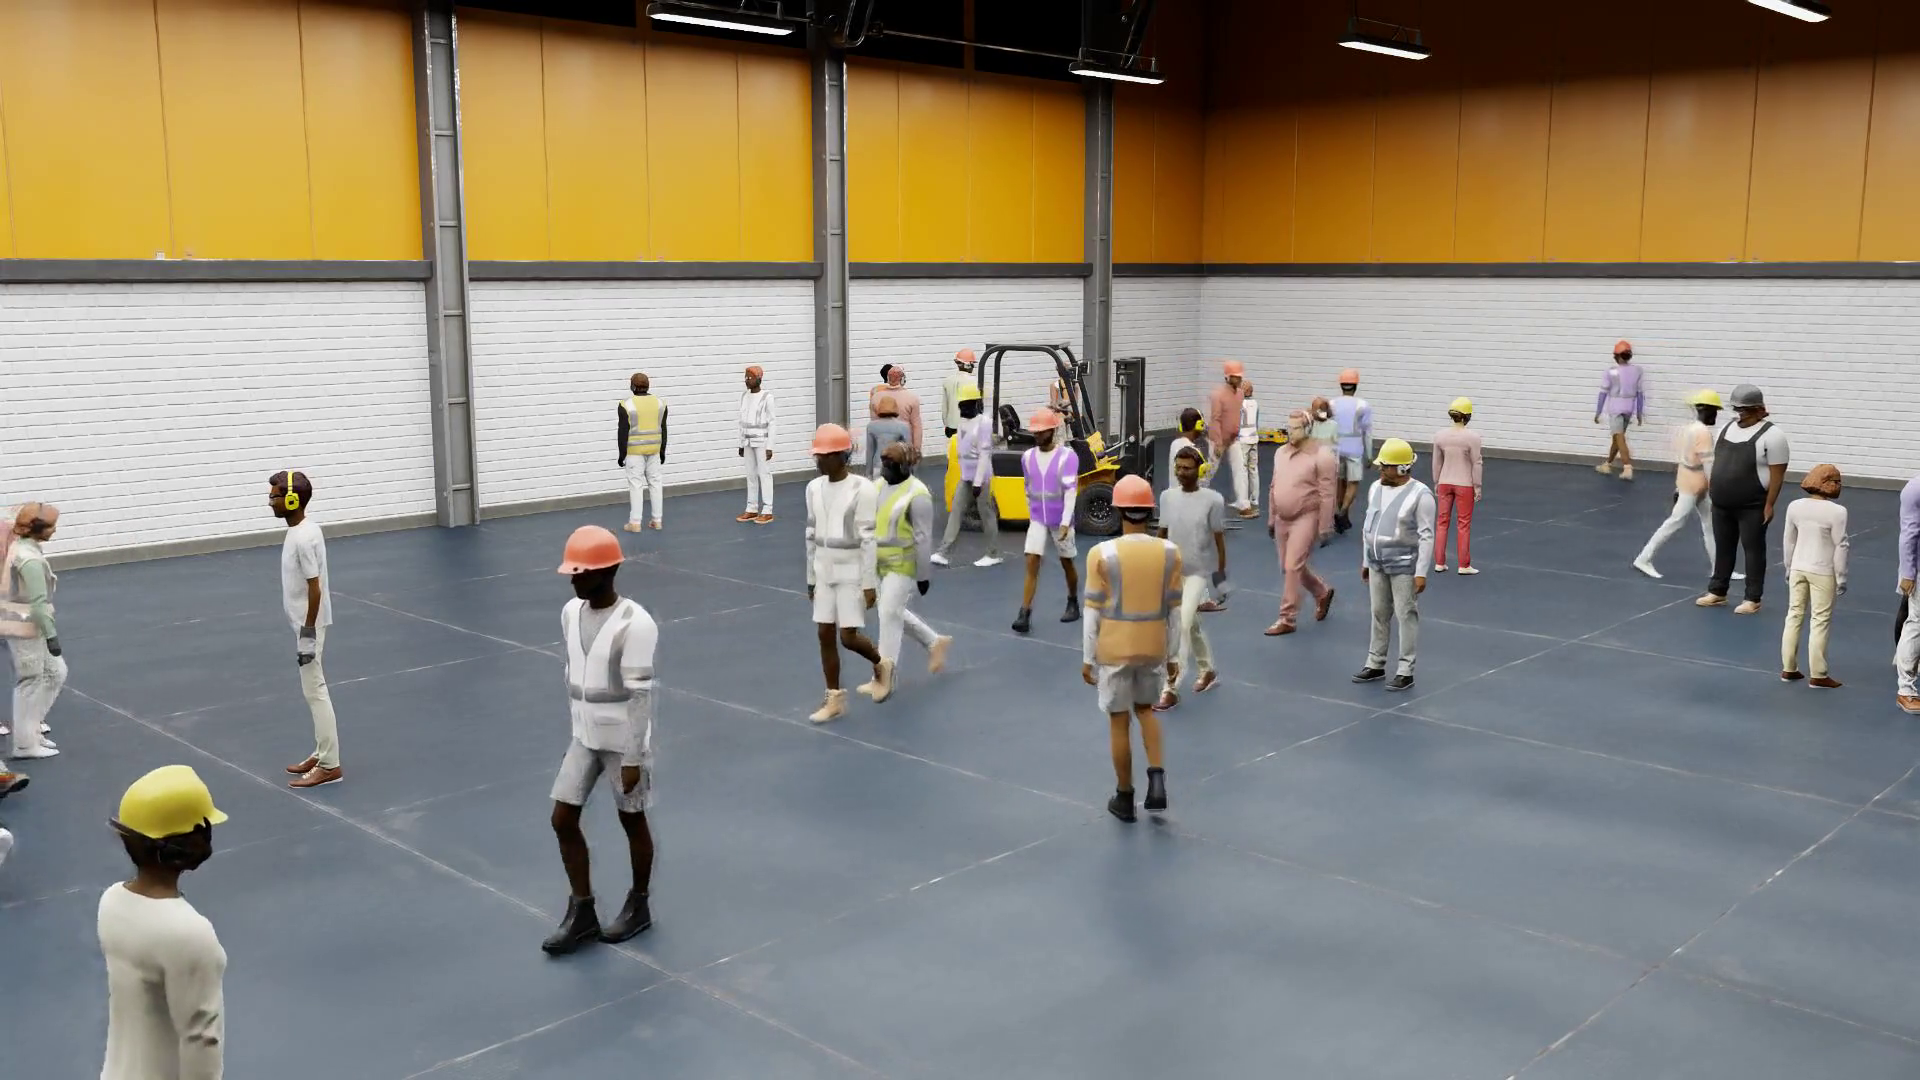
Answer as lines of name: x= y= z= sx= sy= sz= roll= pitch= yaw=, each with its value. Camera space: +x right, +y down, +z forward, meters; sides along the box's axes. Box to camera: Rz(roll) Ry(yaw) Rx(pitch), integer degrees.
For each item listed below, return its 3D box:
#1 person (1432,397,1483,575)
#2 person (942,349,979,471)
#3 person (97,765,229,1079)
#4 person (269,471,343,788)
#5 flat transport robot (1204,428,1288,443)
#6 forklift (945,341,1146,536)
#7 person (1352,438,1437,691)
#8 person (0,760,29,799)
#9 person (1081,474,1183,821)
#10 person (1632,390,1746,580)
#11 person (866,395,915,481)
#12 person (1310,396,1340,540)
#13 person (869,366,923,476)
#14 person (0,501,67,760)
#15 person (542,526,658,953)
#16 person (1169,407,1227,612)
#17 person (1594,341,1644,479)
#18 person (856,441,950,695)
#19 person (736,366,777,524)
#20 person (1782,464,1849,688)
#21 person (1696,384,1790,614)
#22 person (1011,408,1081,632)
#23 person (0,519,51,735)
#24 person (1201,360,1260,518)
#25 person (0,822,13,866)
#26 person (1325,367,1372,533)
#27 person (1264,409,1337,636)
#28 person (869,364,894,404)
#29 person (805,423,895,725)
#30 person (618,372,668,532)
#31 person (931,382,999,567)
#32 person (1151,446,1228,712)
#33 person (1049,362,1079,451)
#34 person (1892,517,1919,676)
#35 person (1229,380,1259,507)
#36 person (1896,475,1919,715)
person: x=4.946 y=-0.533 z=16.535 sx=0.522 sy=1.769 sz=0.312 roll=9 pitch=13 yaw=43
person: x=0.053 y=-1.504 z=21.795 sx=0.619 sy=1.990 sz=0.391 roll=7 pitch=11 yaw=36
person: x=-2.004 y=1.440 z=4.470 sx=0.547 sy=1.741 sz=0.711 roll=7 pitch=11 yaw=35
person: x=-3.850 y=0.521 z=9.774 sx=0.309 sy=1.864 sz=0.534 roll=-4 pitch=10 yaw=-22
flat transport robot: x=5.027 y=-1.853 z=29.199 sx=1.431 sy=0.197 sz=0.652 roll=2 pitch=9 yaw=11
forklift: x=0.977 y=-1.223 z=19.452 sx=2.313 sy=2.155 sz=1.214 roll=2 pitch=9 yaw=11
person: x=3.130 y=0.174 z=12.015 sx=0.404 sy=1.827 sz=0.589 roll=-6 pitch=11 yaw=-33
person: x=-5.844 y=0.574 z=9.408 sx=1.077 sy=1.878 sz=0.637 roll=3 pitch=10 yaw=20
person: x=0.932 y=0.599 z=9.134 sx=0.541 sy=1.923 sz=0.392 roll=-3 pitch=10 yaw=-16
person: x=7.152 y=-0.537 z=16.270 sx=1.023 sy=1.869 sz=0.617 roll=4 pitch=10 yaw=21
person: x=-0.786 y=-0.803 z=18.620 sx=0.520 sy=1.632 sz=0.358 roll=2 pitch=10 yaw=14
person: x=4.028 y=-0.805 z=18.653 sx=0.528 sy=1.612 sz=0.360 roll=-2 pitch=9 yaw=-11
person: x=-0.726 y=-1.084 z=19.477 sx=0.638 sy=1.910 sz=0.407 roll=3 pitch=10 yaw=19
person: x=-5.703 y=0.563 z=10.229 sx=0.394 sy=1.617 sz=0.544 roll=-6 pitch=11 yaw=-33
person: x=-1.615 y=0.893 z=7.322 sx=0.568 sy=1.913 sz=0.702 roll=6 pitch=11 yaw=32
person: x=1.940 y=-0.267 z=14.713 sx=0.737 sy=1.836 sz=0.539 roll=-3 pitch=10 yaw=-18
person: x=9.580 y=-1.886 z=24.160 sx=0.627 sy=1.992 sz=1.042 roll=-2 pitch=9 yaw=-11
person: x=-0.407 y=0.182 z=12.000 sx=0.780 sy=1.822 sz=0.632 roll=-5 pitch=11 yaw=-30
person: x=-2.443 y=-1.138 z=19.884 sx=0.582 sy=1.882 sz=0.351 roll=8 pitch=12 yaw=40
person: x=6.223 y=0.255 z=12.104 sx=0.281 sy=1.633 sz=0.498 roll=-4 pitch=10 yaw=-24
person: x=6.891 y=-0.371 z=14.699 sx=0.536 sy=2.000 sz=0.683 roll=-5 pitch=10 yaw=-27
person: x=0.756 y=-0.178 z=14.033 sx=0.550 sy=1.882 sz=1.025 roll=4 pitch=10 yaw=25
person: x=-6.228 y=0.445 z=10.669 sx=0.621 sy=1.732 sz=0.549 roll=6 pitch=11 yaw=32
person: x=3.231 y=-1.236 z=20.376 sx=0.634 sy=1.935 sz=1.004 roll=-8 pitch=12 yaw=-40
person: x=-5.008 y=0.800 z=7.986 sx=0.747 sy=1.888 sz=0.623 roll=2 pitch=10 yaw=15
person: x=4.426 y=-1.021 z=19.079 sx=0.554 sy=1.916 sz=0.830 roll=6 pitch=11 yaw=31
person: x=2.868 y=-0.166 z=13.937 sx=0.834 sy=1.878 sz=0.654 roll=-6 pitch=11 yaw=-32
person: x=-1.025 y=-1.639 z=23.550 sx=0.534 sy=1.693 sz=0.317 roll=3 pitch=10 yaw=19
person: x=-0.745 y=0.217 z=11.150 sx=0.628 sy=2.023 sz=0.624 roll=7 pitch=12 yaw=38
person: x=-3.688 y=-1.017 z=19.272 sx=0.633 sy=1.843 sz=0.429 roll=-7 pitch=12 yaw=-38
person: x=0.034 y=-0.633 z=16.759 sx=0.926 sy=1.884 sz=0.617 roll=-6 pitch=11 yaw=-32
person: x=1.602 y=0.233 z=11.683 sx=0.538 sy=1.827 sz=0.968 roll=7 pitch=12 yaw=39
person: x=1.561 y=-1.848 z=24.971 sx=0.514 sy=1.643 sz=0.307 roll=-6 pitch=11 yaw=-33
person: x=7.247 y=0.165 z=12.457 sx=0.322 sy=1.698 sz=0.533 roll=-1 pitch=9 yaw=-5
person: x=3.641 y=-1.231 z=21.253 sx=0.328 sy=1.626 sz=0.526 roll=9 pitch=13 yaw=43
person: x=6.705 y=0.226 z=11.352 sx=0.634 sy=1.939 sz=0.367 roll=-1 pitch=9 yaw=-9
